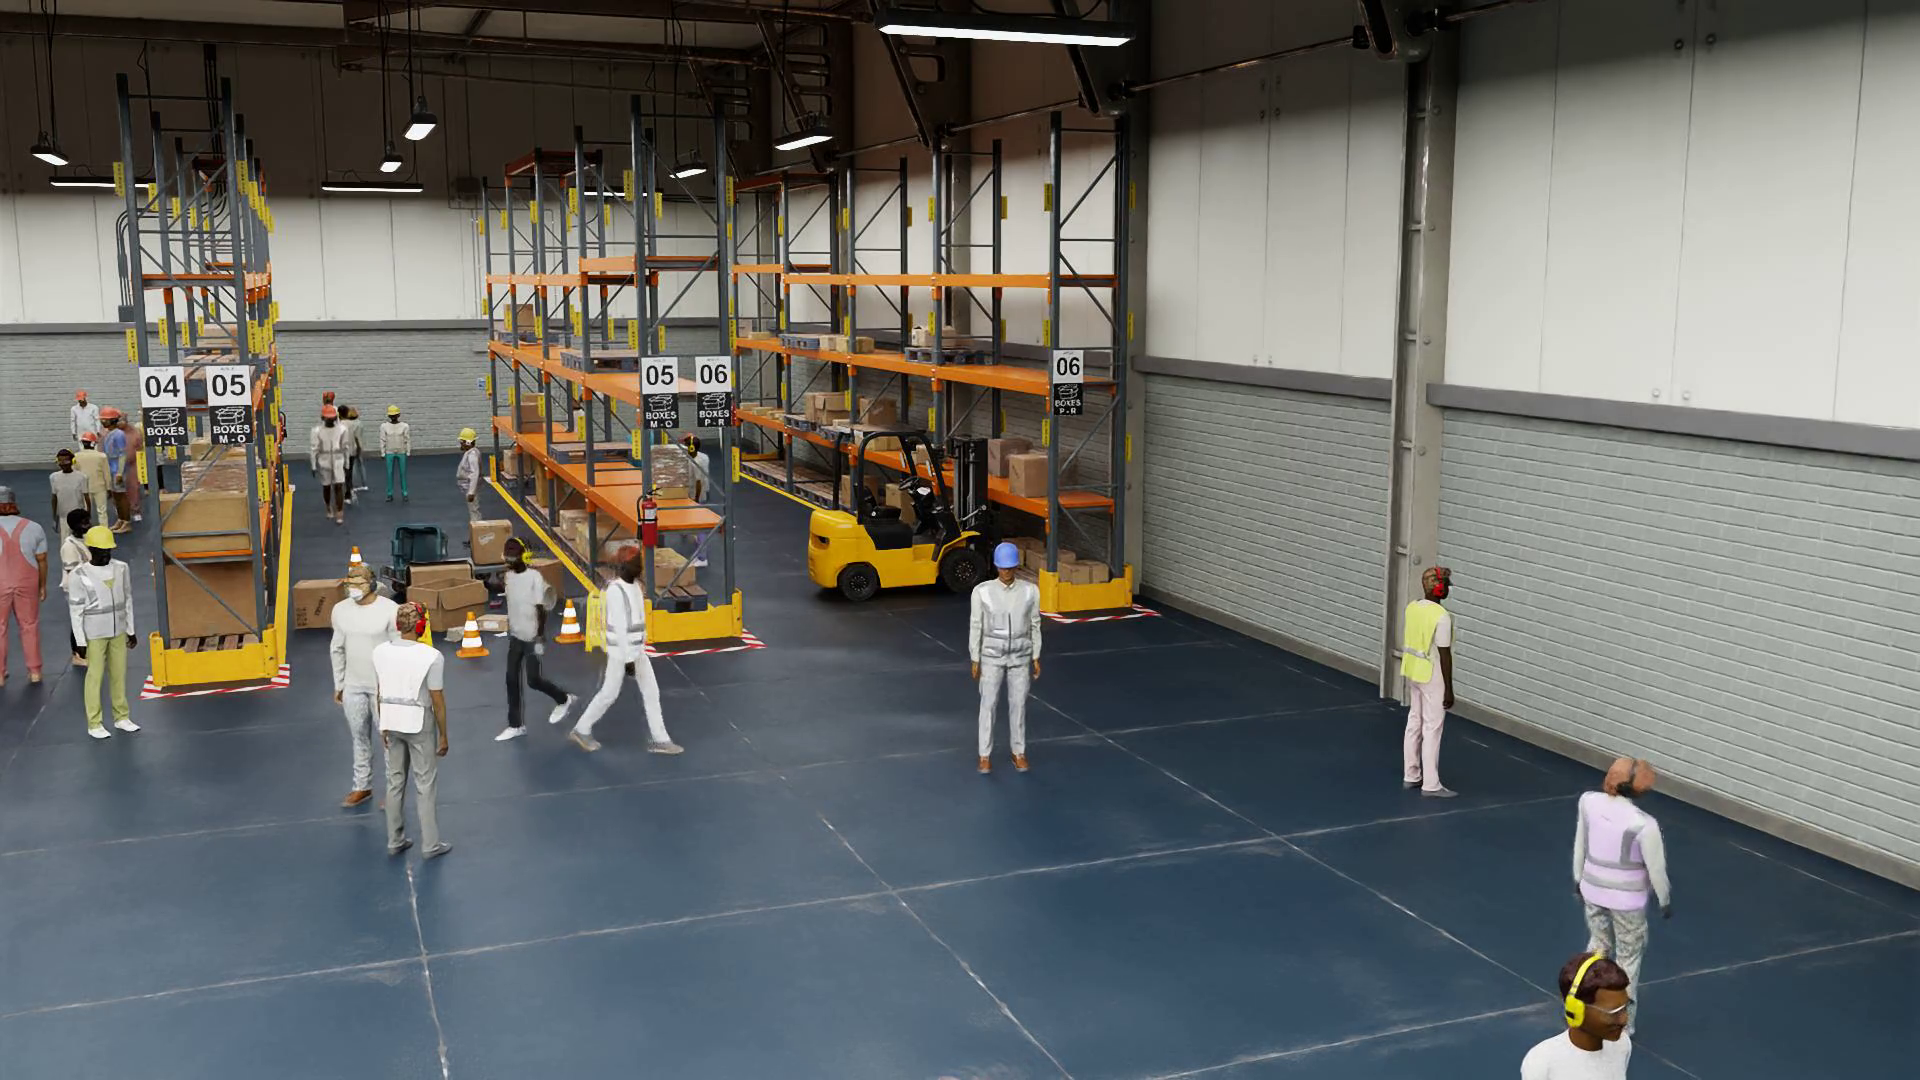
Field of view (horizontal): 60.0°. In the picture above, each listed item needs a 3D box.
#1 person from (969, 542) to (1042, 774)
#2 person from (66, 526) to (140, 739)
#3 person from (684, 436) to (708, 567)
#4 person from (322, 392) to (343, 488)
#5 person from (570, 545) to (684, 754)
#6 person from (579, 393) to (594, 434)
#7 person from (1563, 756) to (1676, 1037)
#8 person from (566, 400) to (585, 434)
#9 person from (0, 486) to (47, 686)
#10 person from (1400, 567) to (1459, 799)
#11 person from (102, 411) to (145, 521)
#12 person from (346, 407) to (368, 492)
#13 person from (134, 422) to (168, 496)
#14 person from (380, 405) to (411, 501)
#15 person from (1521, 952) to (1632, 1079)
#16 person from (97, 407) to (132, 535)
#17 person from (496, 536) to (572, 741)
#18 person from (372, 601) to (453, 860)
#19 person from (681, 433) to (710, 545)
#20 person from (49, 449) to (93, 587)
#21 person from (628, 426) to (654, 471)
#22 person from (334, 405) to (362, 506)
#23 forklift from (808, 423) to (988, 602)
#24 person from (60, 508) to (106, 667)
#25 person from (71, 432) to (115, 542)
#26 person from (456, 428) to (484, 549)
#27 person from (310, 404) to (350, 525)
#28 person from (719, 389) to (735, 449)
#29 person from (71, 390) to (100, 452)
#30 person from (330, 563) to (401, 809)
[{"bbox_3d":[0.382,0.975,13.802,0.609,1.946,0.405,-1,9,-9],"label":"person"},{"bbox_3d":[-7.659,0.818,14.905,0.394,1.919,0.582,4,10,25],"label":"person"},{"bbox_3d":[-3.757,-0.546,23.625,0.309,1.868,0.535,-1,9,-7],"label":"person"},{"bbox_3d":[-12.255,-1.954,32.440,0.344,1.882,0.584,-1,9,-8],"label":"person"},{"bbox_3d":[-2.920,0.948,14.339,0.990,1.845,0.563,3,9,17],"label":"person"},{"bbox_3d":[-8.053,-2.339,35.632,0.311,1.639,0.514,4,10,23],"label":"person"},{"bbox_3d":[3.533,1.915,8.935,0.379,1.610,0.547,-6,11,-33],"label":"person"},{"bbox_3d":[-7.874,-2.099,34.135,0.279,1.633,0.506,6,11,35],"label":"person"},{"bbox_3d":[-9.622,0.448,16.830,0.686,2.000,0.535,-8,12,-40],"label":"person"},{"bbox_3d":[3.713,1.122,13.194,0.389,1.846,0.567,-3,9,-17],"label":"person"},{"bbox_3d":[-14.105,-1.258,28.091,0.666,1.881,0.686,-6,11,-35],"label":"person"},{"bbox_3d":[-11.623,-1.740,31.914,0.293,1.623,0.501,4,10,24],"label":"person"},{"bbox_3d":[-15.192,-1.665,31.222,0.530,1.692,0.322,-2,9,-11],"label":"person"},{"bbox_3d":[-10.349,-1.587,30.500,0.531,1.768,0.311,-3,9,-17],"label":"person"},{"bbox_3d":[2.116,2.304,5.692,0.537,1.867,0.314,-6,11,-31],"label":"person"},{"bbox_3d":[-13.529,-1.108,26.606,0.378,2.045,0.605,-8,12,-42],"label":"person"},{"bbox_3d":[-3.820,0.858,14.906,0.542,1.841,0.707,7,11,36],"label":"person"},{"bbox_3d":[-3.895,1.353,11.790,0.561,1.836,0.394,3,9,17],"label":"person"},{"bbox_3d":[-4.125,-0.793,25.601,0.567,1.737,0.469,-3,10,-21],"label":"person"},{"bbox_3d":[-11.783,-0.291,22.067,0.503,1.861,0.330,-1,9,-8],"label":"person"},{"bbox_3d":[-5.435,-1.271,28.709,0.589,1.706,0.917,-3,10,-21],"label":"person"},{"bbox_3d":[-11.013,-1.515,29.890,0.529,1.829,0.815,-7,11,-38],"label":"person"},{"bbox_3d":[-0.830,-0.399,21.676,2.313,2.155,1.214,-4,10,-21],"label":"forklift"},{"bbox_3d":[-9.304,0.502,17.605,0.320,1.686,0.540,-1,9,-6],"label":"person"},{"bbox_3d":[-13.330,-0.793,25.565,0.561,1.742,0.337,-2,9,-13],"label":"person"},{"bbox_3d":[-7.419,-0.781,25.211,0.403,1.834,0.588,-3,9,-17],"label":"person"},{"bbox_3d":[-10.560,-1.291,27.907,0.620,2.012,0.983,-4,10,-23],"label":"person"},{"bbox_3d":[-5.543,-3.060,39.535,0.429,1.842,0.635,-4,10,-26],"label":"person"},{"bbox_3d":[-18.385,-2.282,34.967,0.574,1.738,0.352,-2,9,-11],"label":"person"},{"bbox_3d":[-4.565,1.125,12.884,0.635,1.937,0.353,2,9,10],"label":"person"}]
